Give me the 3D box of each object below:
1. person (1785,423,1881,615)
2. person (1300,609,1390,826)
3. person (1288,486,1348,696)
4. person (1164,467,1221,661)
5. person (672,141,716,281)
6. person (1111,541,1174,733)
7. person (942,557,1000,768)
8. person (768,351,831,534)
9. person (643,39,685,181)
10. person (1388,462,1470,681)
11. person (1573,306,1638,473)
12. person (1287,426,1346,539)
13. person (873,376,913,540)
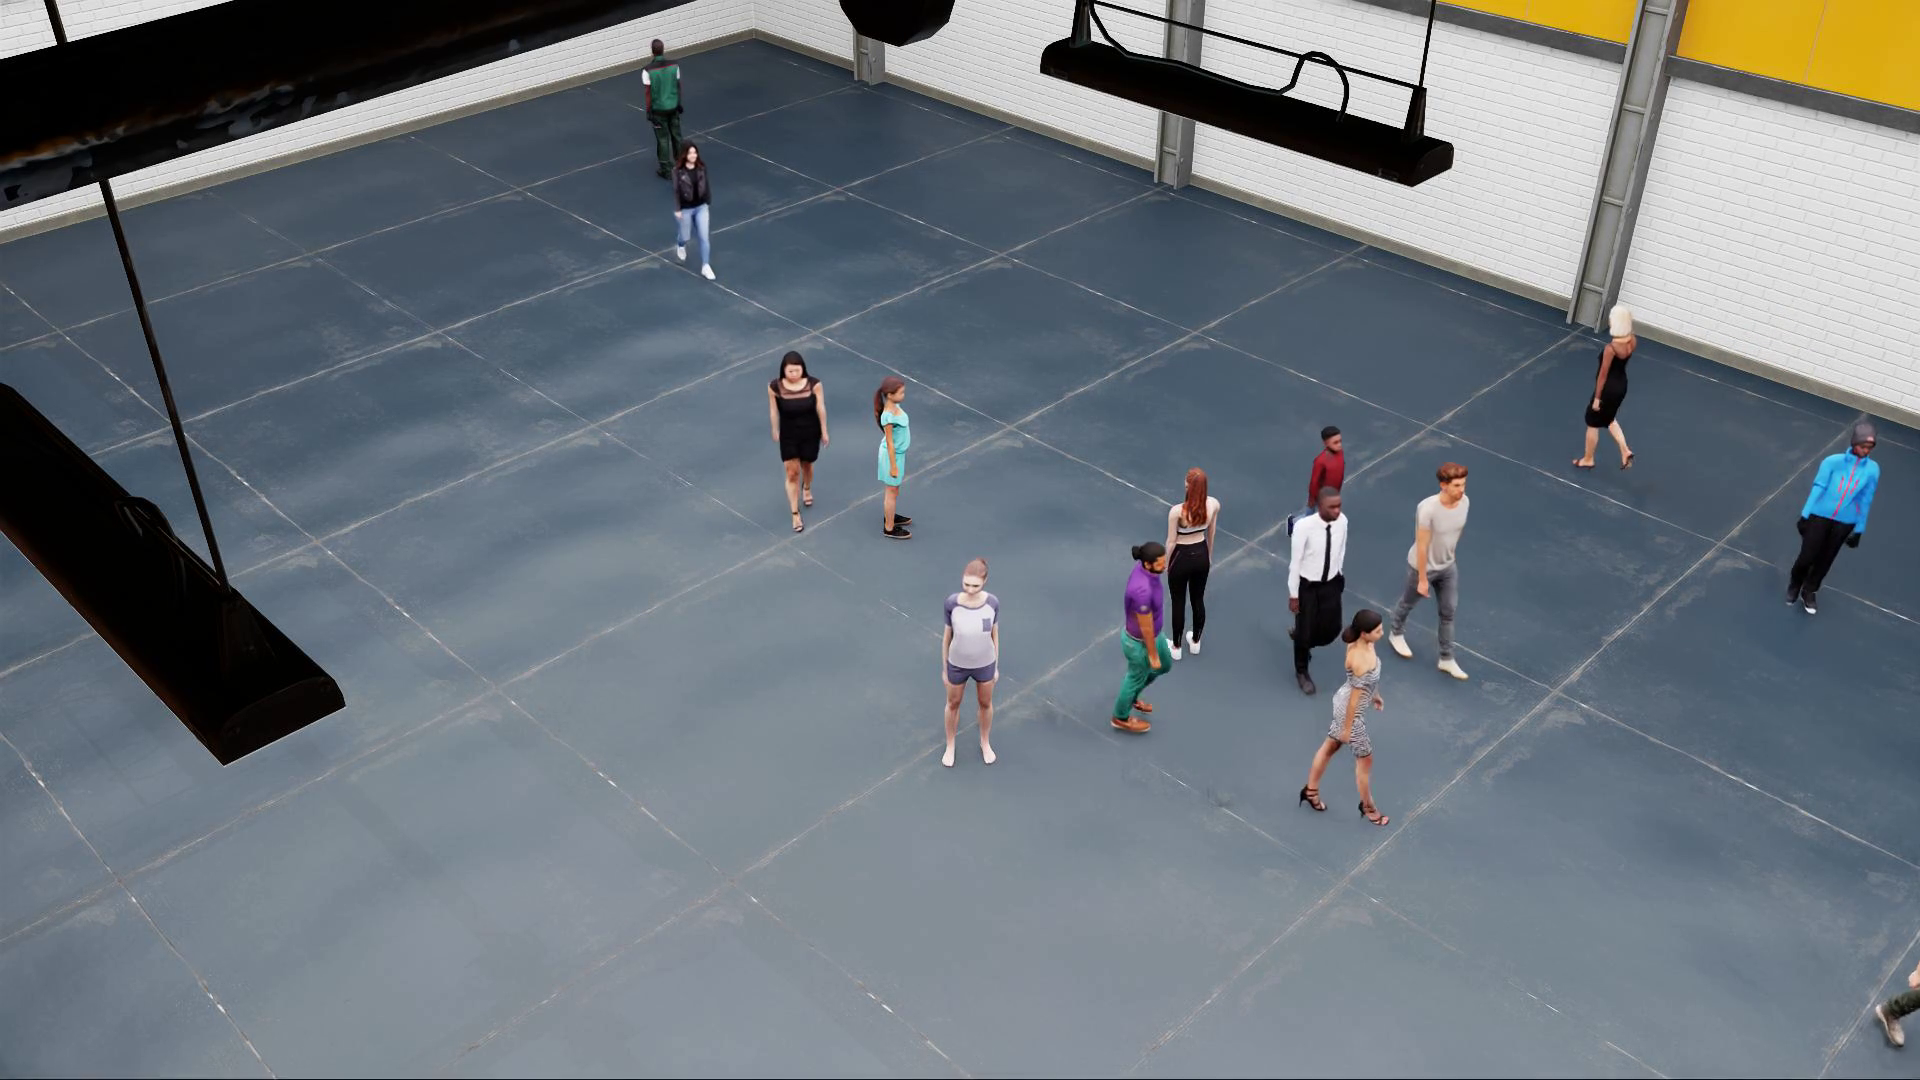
[{"bbox_3d":[7.208,-0.217,13.783,0.701,1.781,0.800,8,35,13],"label":"person"},{"bbox_3d":[2.627,1.215,11.610,0.988,1.802,0.875,6,34,9],"label":"person"},{"bbox_3d":[2.714,0.324,12.934,0.832,1.821,0.919,-10,35,-15],"label":"person"},{"bbox_3d":[1.828,0.182,13.219,0.666,1.741,0.667,-11,35,-16],"label":"person"},{"bbox_3d":[-3.164,-3.875,19.440,0.811,1.611,1.028,-18,37,-25],"label":"person"},{"bbox_3d":[1.261,0.732,12.387,0.803,1.747,0.763,7,34,11],"label":"person"},{"bbox_3d":[0.083,0.882,12.144,0.674,1.765,0.723,-2,34,-4],"label":"person"},{"bbox_3d":[-1.452,-0.974,15.013,0.969,1.681,1.077,-6,34,-9],"label":"person"},{"bbox_3d":[-3.901,-5.696,21.975,0.730,1.838,0.654,-20,39,-28],"label":"person"},{"bbox_3d":[3.664,0.155,13.149,0.900,1.863,1.120,-13,36,-18],"label":"person"},{"bbox_3d":[6.135,-1.350,15.534,0.682,1.730,0.856,-21,39,-28],"label":"person"},{"bbox_3d":[3.157,-0.463,14.637,0.573,1.245,0.780,-22,40,-30],"label":"person"},{"bbox_3d":[-0.599,-0.754,14.793,0.706,1.558,0.650,2,34,2],"label":"person"}]
